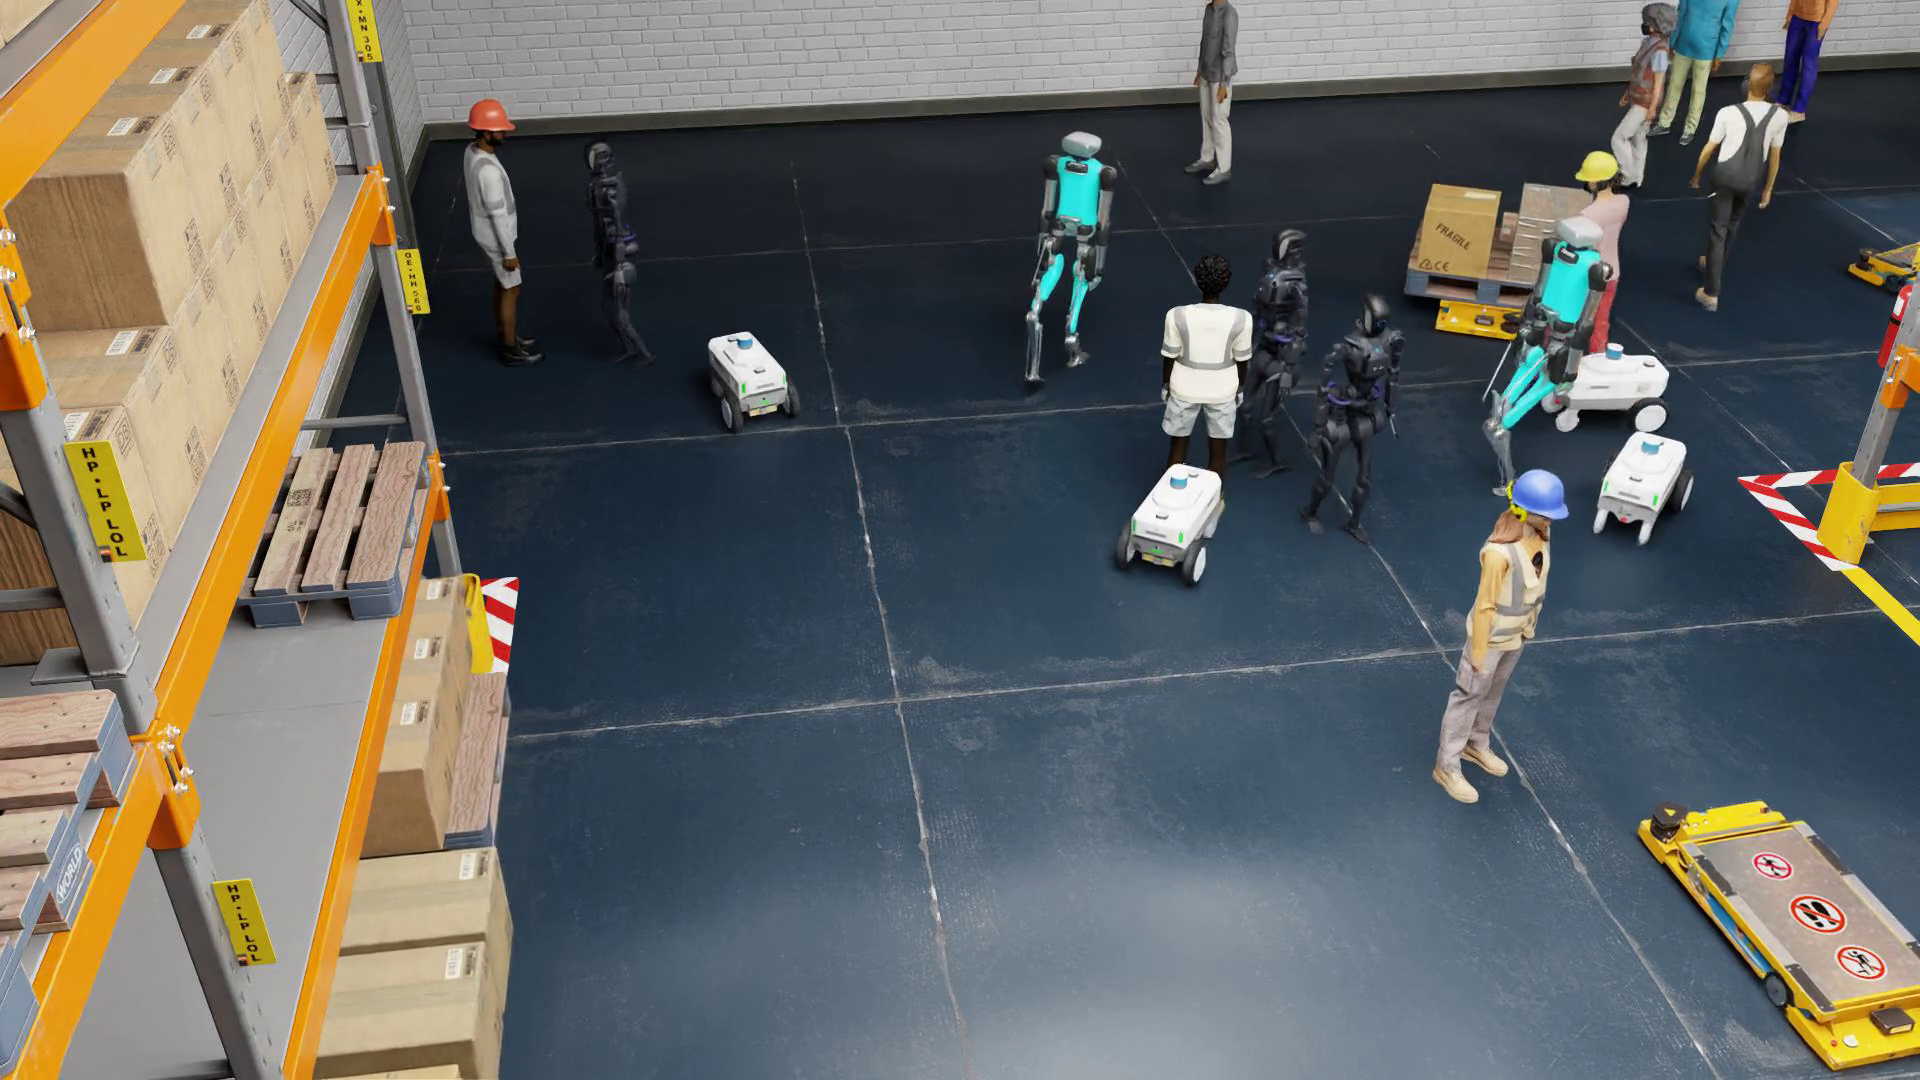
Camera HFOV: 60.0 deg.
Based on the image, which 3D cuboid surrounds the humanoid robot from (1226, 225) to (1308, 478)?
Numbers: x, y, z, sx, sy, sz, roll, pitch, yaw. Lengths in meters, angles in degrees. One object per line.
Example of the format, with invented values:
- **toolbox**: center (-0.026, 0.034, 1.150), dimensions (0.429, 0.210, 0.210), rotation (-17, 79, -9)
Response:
- **humanoid robot**: center (1.940, -1.146, 10.325), dimensions (0.367, 1.661, 0.602), rotation (-12, 35, -18)

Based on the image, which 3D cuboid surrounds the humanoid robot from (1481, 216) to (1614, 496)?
- **humanoid robot**: center (3.448, -1.062, 10.166), dimensions (0.700, 1.816, 0.534), rotation (-13, 35, -19)

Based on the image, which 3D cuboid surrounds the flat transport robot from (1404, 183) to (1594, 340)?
- **flat transport robot**: center (4.077, -1.935, 12.818), dimensions (0.659, 0.231, 1.431), rotation (11, 35, 16)

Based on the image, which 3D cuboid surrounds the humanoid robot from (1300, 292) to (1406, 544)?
- **humanoid robot**: center (2.280, -0.733, 9.708), dimensions (0.611, 1.639, 0.472), rotation (-13, 35, -19)

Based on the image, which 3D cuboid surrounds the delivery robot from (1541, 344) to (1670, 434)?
- **delivery robot**: center (4.339, -1.033, 11.167), dimensions (0.777, 0.587, 0.499), rotation (-2, 33, -2)

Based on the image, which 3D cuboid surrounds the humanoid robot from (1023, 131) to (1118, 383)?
- **humanoid robot**: center (0.654, -1.800, 11.332), dimensions (0.531, 1.774, 1.022), rotation (16, 36, 23)

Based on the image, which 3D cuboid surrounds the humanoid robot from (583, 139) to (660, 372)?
- **humanoid robot**: center (-2.390, -1.997, 11.639), dimensions (0.378, 1.634, 0.602), rotation (-15, 36, -22)

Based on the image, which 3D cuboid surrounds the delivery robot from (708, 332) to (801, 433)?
- **delivery robot**: center (-1.434, -1.100, 11.289), dimensions (0.499, 0.609, 0.807), rotation (-15, 36, -22)

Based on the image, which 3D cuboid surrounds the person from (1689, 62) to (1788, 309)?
- **person**: center (5.836, -2.710, 12.595), dimensions (0.516, 1.817, 0.756), rotation (1, 33, 2)

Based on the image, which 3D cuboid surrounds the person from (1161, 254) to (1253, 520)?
- **person**: center (1.452, -0.891, 9.919), dimensions (0.535, 1.692, 0.320), rotation (3, 33, 5)

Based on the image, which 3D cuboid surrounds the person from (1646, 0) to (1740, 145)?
- **person**: center (6.866, -4.586, 15.524), dimensions (0.336, 1.748, 0.563), rotation (-25, 40, -33)

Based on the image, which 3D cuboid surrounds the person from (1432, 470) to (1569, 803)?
- **person**: center (2.551, 0.441, 7.796), dimensions (0.478, 1.775, 0.326), rotation (-27, 42, -35)

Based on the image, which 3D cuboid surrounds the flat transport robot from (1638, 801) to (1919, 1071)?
- **flat transport robot**: center (3.677, 1.663, 7.304), dimensions (0.659, 0.231, 1.431), rotation (-7, 34, -11)

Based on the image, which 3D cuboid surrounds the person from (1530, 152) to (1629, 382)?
- **person**: center (4.217, -1.809, 11.274), dimensions (0.556, 1.729, 0.655), rotation (-17, 37, -24)

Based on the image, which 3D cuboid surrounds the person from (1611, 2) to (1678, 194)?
- **person**: center (5.869, -3.792, 14.373), dimensions (0.441, 1.676, 0.431), rotation (5, 34, 8)

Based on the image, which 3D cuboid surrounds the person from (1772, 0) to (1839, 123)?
- **person**: center (8.182, -5.044, 16.029), dimensions (0.405, 1.972, 0.519), rotation (-12, 35, -17)

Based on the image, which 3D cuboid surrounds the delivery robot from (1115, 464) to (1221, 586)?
- **delivery robot**: center (1.267, -0.131, 9.783), dimensions (0.499, 0.585, 0.784), rotation (15, 36, 22)

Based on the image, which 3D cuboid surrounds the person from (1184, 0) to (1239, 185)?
- **person**: center (2.272, -4.099, 14.656), dimensions (0.388, 1.889, 0.535), rotation (-11, 35, -17)

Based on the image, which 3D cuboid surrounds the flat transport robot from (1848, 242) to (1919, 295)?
- **flat transport robot**: center (7.706, -1.946, 12.834), dimensions (0.659, 0.231, 1.431), rotation (-16, 37, -23)

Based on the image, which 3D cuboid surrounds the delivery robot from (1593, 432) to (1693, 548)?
- **delivery robot**: center (4.160, -0.352, 10.145), dimensions (0.499, 0.610, 0.813), rotation (20, 38, 27)

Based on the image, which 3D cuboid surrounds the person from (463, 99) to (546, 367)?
- **person**: center (-3.196, -2.127, 11.600), dimensions (0.379, 1.926, 0.547), rotation (-15, 36, -22)
